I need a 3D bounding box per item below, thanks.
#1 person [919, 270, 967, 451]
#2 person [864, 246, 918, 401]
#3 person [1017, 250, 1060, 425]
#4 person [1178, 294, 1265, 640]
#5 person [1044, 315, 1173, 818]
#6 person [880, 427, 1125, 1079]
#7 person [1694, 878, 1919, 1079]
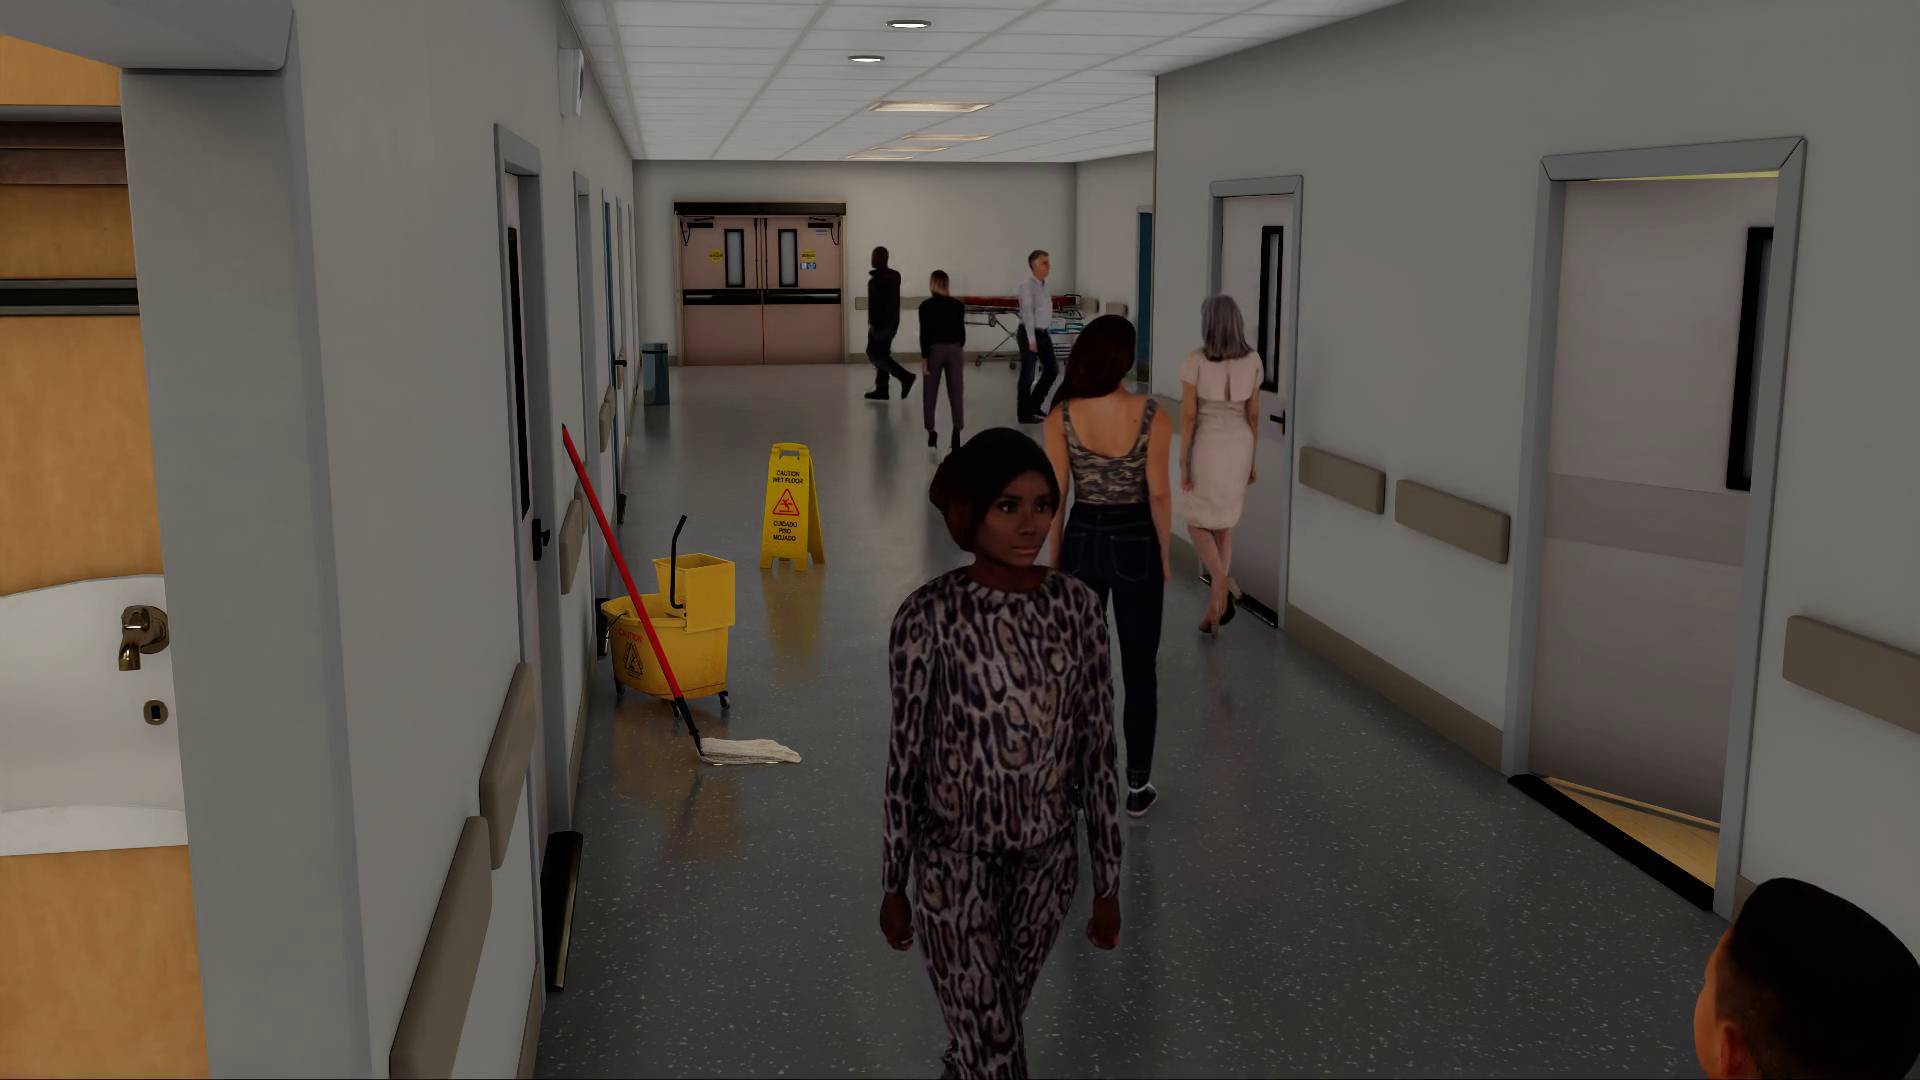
[{"bbox_3d":[-0.121,-1.590,15.061,0.616,1.637,0.986,-2,11,-8],"label":"person"},{"bbox_3d":[-0.808,-2.518,19.518,1.065,1.799,1.057,5,12,25],"label":"person"},{"bbox_3d":[0.711,-2.123,17.415,0.844,1.808,0.786,8,13,36],"label":"person"},{"bbox_3d":[1.304,-0.325,8.171,0.586,1.722,0.813,-2,11,-9],"label":"person"},{"bbox_3d":[0.527,0.093,5.845,0.675,1.767,0.665,2,11,13],"label":"person"},{"bbox_3d":[0.048,0.642,3.210,0.692,1.672,1.191,-4,11,-18],"label":"person"},{"bbox_3d":[0.784,1.041,1.658,0.578,1.465,0.556,-4,11,-20],"label":"person"}]
